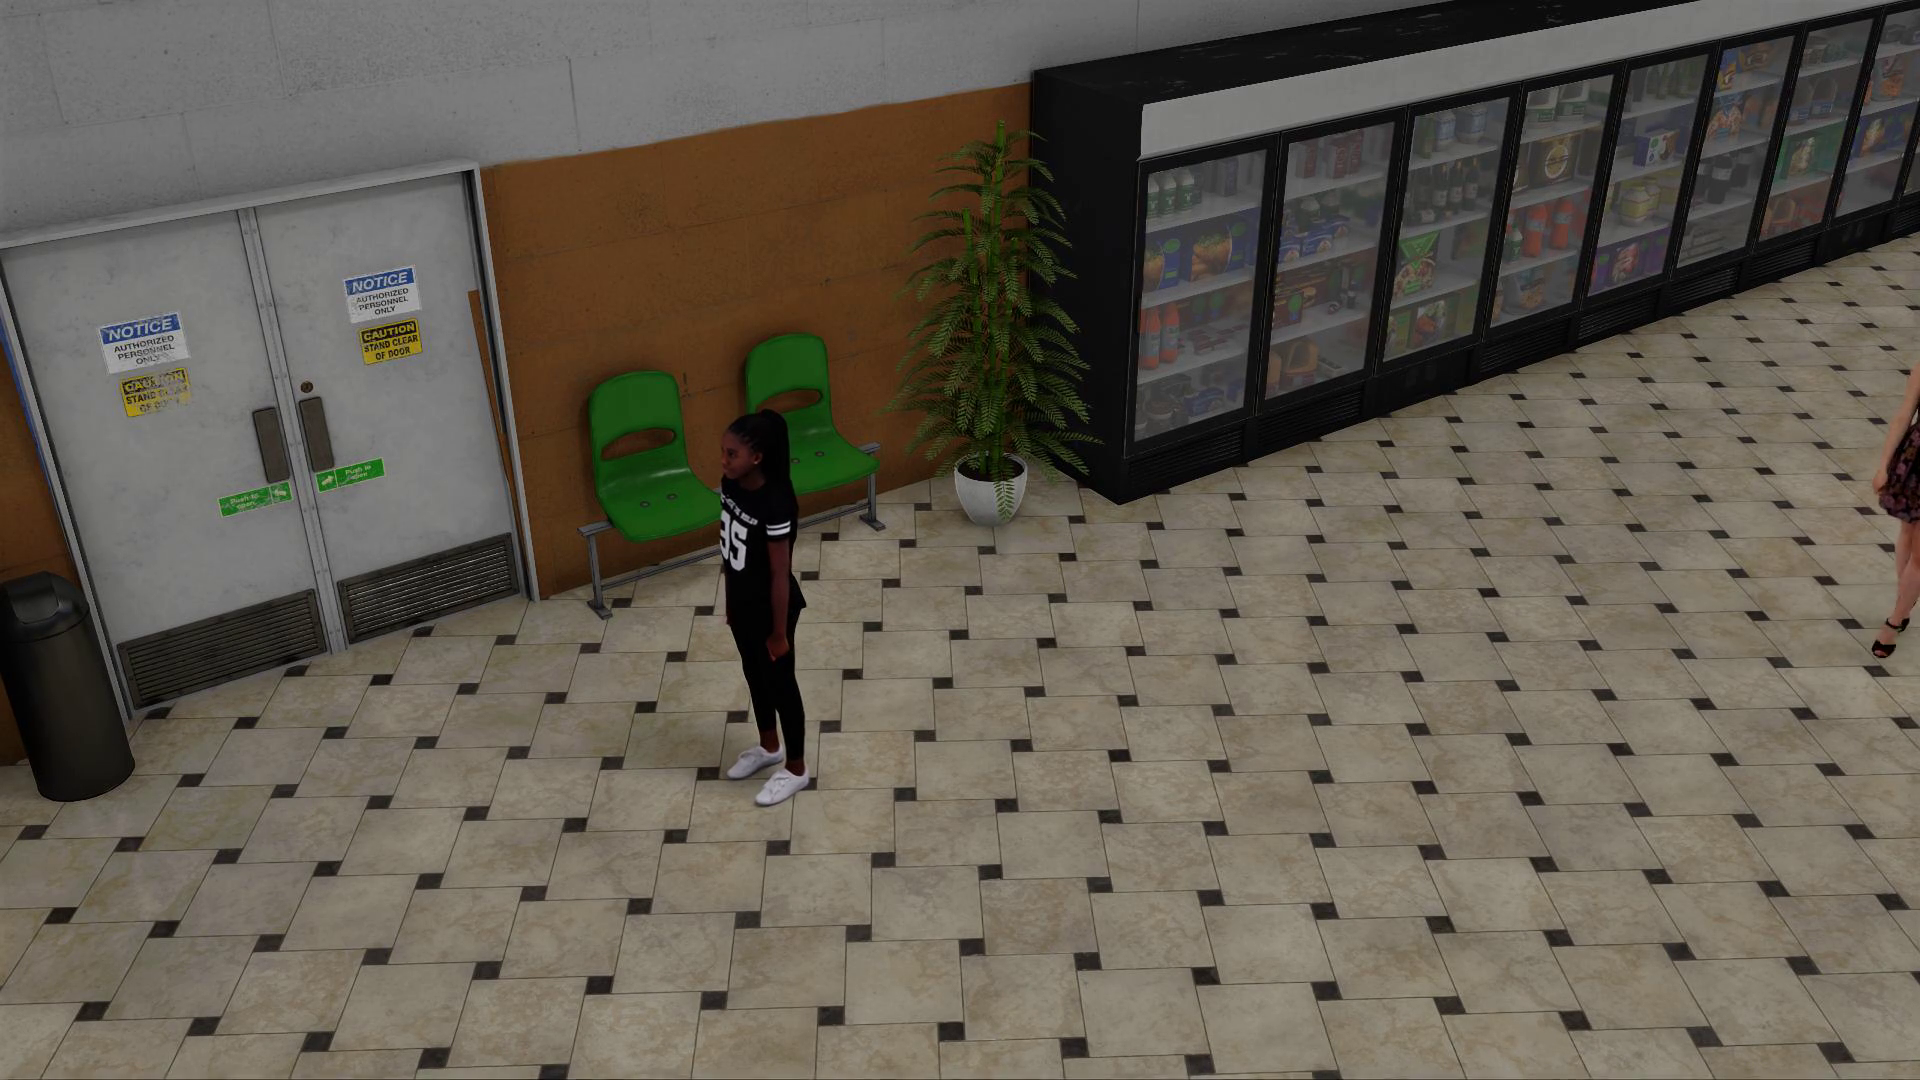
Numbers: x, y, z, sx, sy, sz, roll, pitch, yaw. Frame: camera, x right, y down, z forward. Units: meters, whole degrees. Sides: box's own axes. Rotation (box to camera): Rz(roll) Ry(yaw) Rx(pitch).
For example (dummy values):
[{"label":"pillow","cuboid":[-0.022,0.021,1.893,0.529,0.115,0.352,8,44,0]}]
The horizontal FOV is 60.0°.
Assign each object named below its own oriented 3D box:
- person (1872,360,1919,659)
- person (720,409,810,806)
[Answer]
[{"label":"person","cuboid":[4.652,-0.317,7.939,0.832,1.748,0.818,21,35,33]},{"label":"person","cuboid":[-0.815,0.277,6.869,0.662,1.731,0.496,-20,35,-33]}]
